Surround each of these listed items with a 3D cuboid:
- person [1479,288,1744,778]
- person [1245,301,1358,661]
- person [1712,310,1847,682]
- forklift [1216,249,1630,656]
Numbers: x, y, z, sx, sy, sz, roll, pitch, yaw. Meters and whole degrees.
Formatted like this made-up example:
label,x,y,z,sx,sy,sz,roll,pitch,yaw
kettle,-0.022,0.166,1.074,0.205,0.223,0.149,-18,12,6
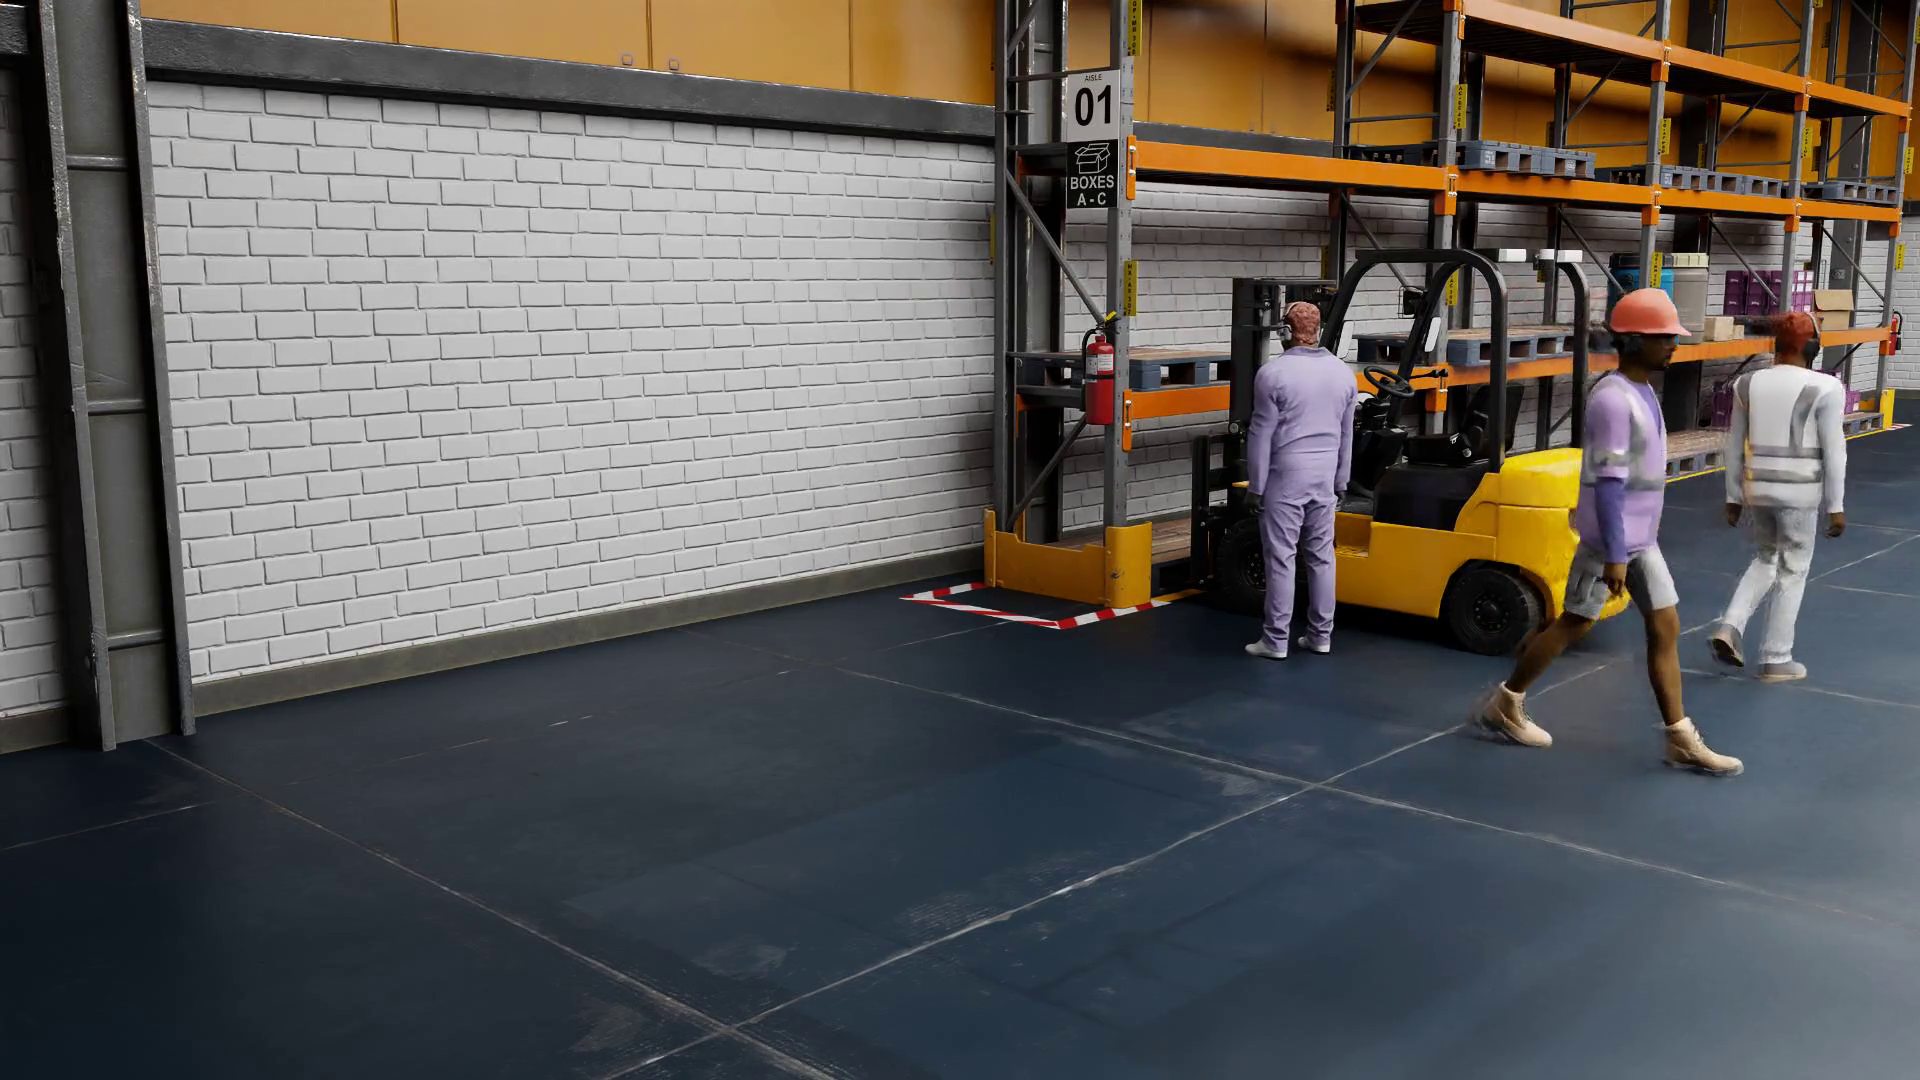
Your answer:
label,x,y,z,sx,sy,sz,roll,pitch,yaw
person,2.722,-0.046,6.933,1.056,1.999,0.619,7,12,38
person,1.790,-0.312,8.868,0.637,1.900,0.404,-5,10,-27
person,4.129,-0.210,8.342,0.438,1.872,0.583,-5,10,-26
forklift,2.710,-0.584,9.626,2.313,2.155,1.214,9,13,43
